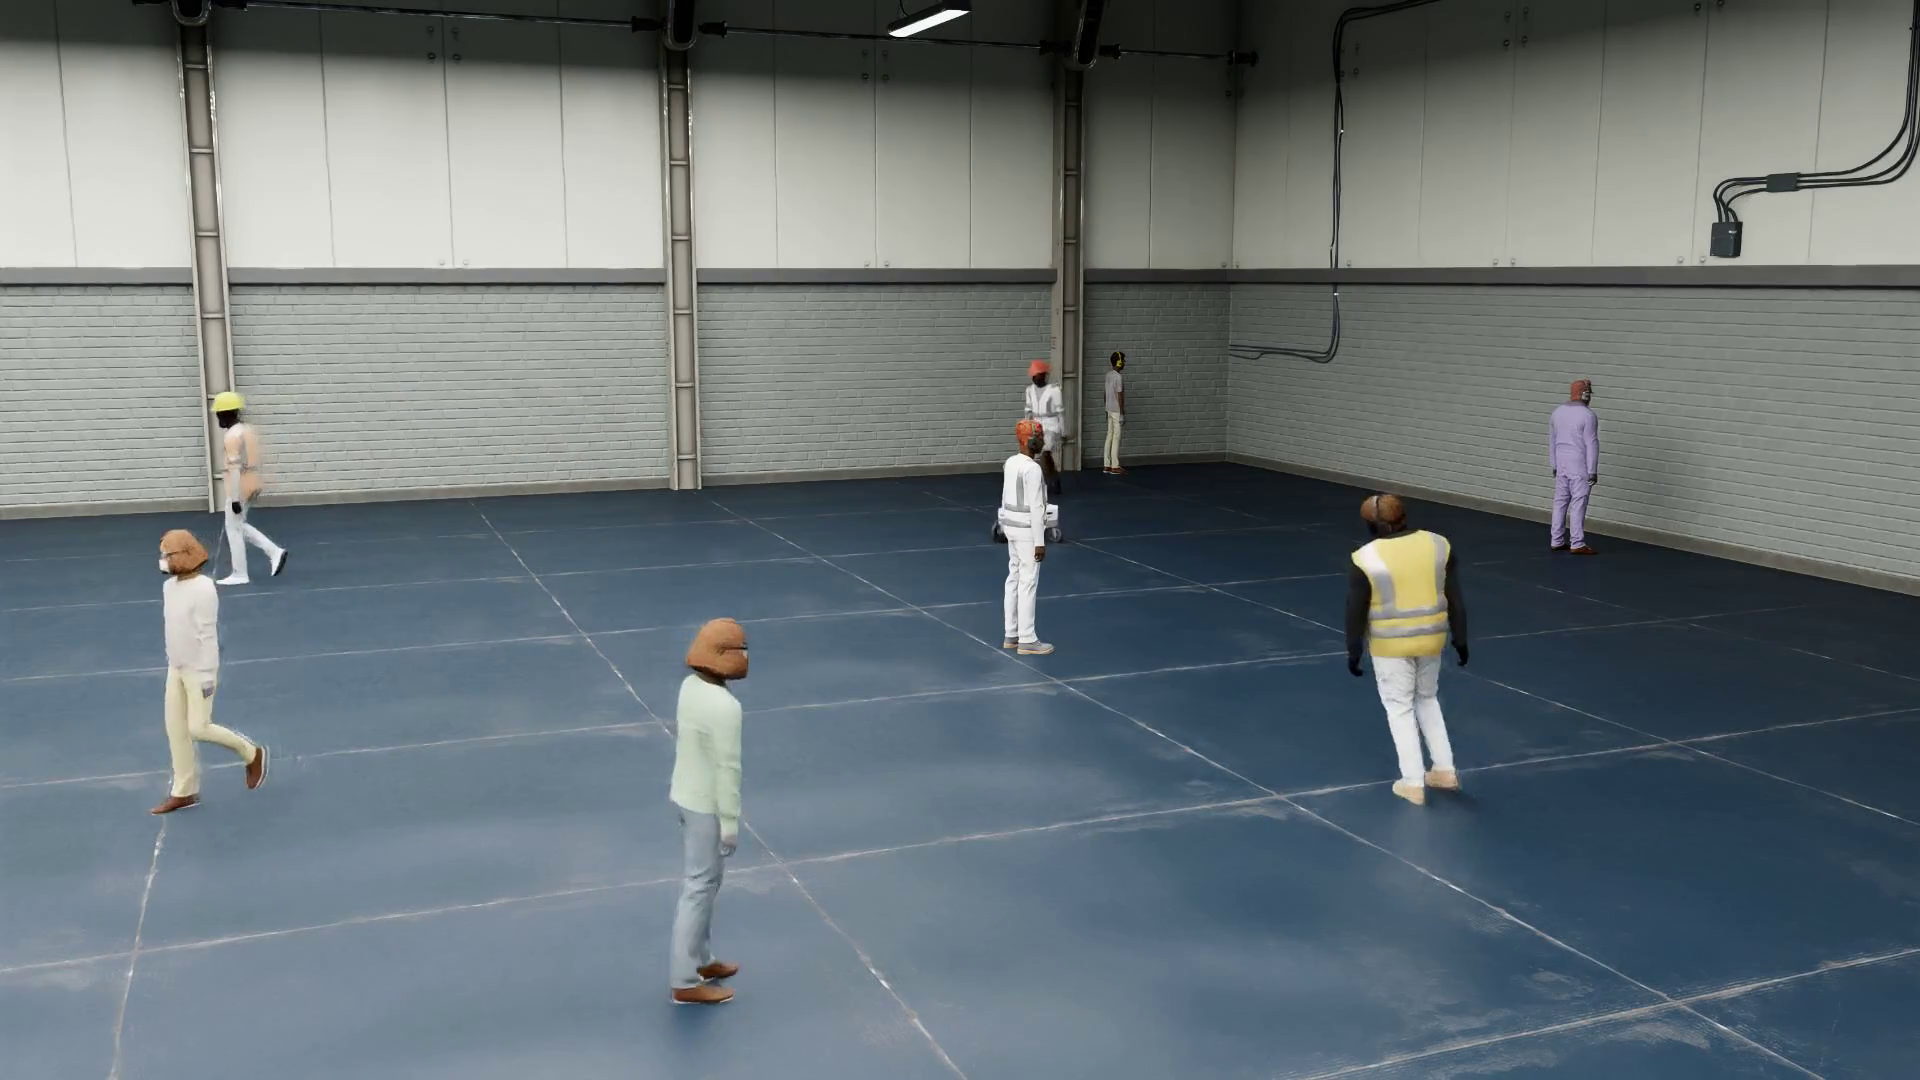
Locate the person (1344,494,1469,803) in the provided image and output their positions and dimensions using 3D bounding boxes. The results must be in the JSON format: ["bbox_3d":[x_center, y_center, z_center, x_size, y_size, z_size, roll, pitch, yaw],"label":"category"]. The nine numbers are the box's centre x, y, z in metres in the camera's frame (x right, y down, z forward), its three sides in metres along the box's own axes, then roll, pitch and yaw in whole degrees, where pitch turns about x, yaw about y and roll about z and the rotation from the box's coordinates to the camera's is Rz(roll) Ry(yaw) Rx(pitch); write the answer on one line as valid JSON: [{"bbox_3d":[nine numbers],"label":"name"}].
[{"bbox_3d":[2.552,0.619,9.605,0.710,1.792,0.432,-2,9,-10],"label":"person"}]

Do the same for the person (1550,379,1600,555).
[{"bbox_3d":[6.730,-0.797,18.145,0.405,1.904,0.652,-4,10,-22],"label":"person"}]

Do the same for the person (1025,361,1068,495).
[{"bbox_3d":[1.185,-1.510,22.728,0.590,1.877,1.020,7,11,38],"label":"person"}]

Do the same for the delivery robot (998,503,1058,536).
[{"bbox_3d":[0.773,-0.275,18.803,0.707,0.478,0.477,-8,12,-40],"label":"delivery robot"}]

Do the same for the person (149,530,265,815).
[{"bbox_3d":[-4.320,0.733,9.445,0.519,1.616,0.564,6,11,34],"label":"person"}]

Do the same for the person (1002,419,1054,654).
[{"bbox_3d":[0.533,-0.028,13.376,0.340,1.883,0.585,-4,10,-22],"label":"person"}]

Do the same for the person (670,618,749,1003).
[{"bbox_3d":[-1.053,1.130,6.983,0.454,1.605,0.521,-5,10,-29],"label":"person"}]

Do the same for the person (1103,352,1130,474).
[{"bbox_3d":[2.390,-1.945,25.479,0.311,1.865,0.534,-4,10,-22],"label":"person"}]

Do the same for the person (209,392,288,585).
[{"bbox_3d":[-7.002,-0.504,16.288,0.558,1.910,0.603,-1,9,-7],"label":"person"}]
